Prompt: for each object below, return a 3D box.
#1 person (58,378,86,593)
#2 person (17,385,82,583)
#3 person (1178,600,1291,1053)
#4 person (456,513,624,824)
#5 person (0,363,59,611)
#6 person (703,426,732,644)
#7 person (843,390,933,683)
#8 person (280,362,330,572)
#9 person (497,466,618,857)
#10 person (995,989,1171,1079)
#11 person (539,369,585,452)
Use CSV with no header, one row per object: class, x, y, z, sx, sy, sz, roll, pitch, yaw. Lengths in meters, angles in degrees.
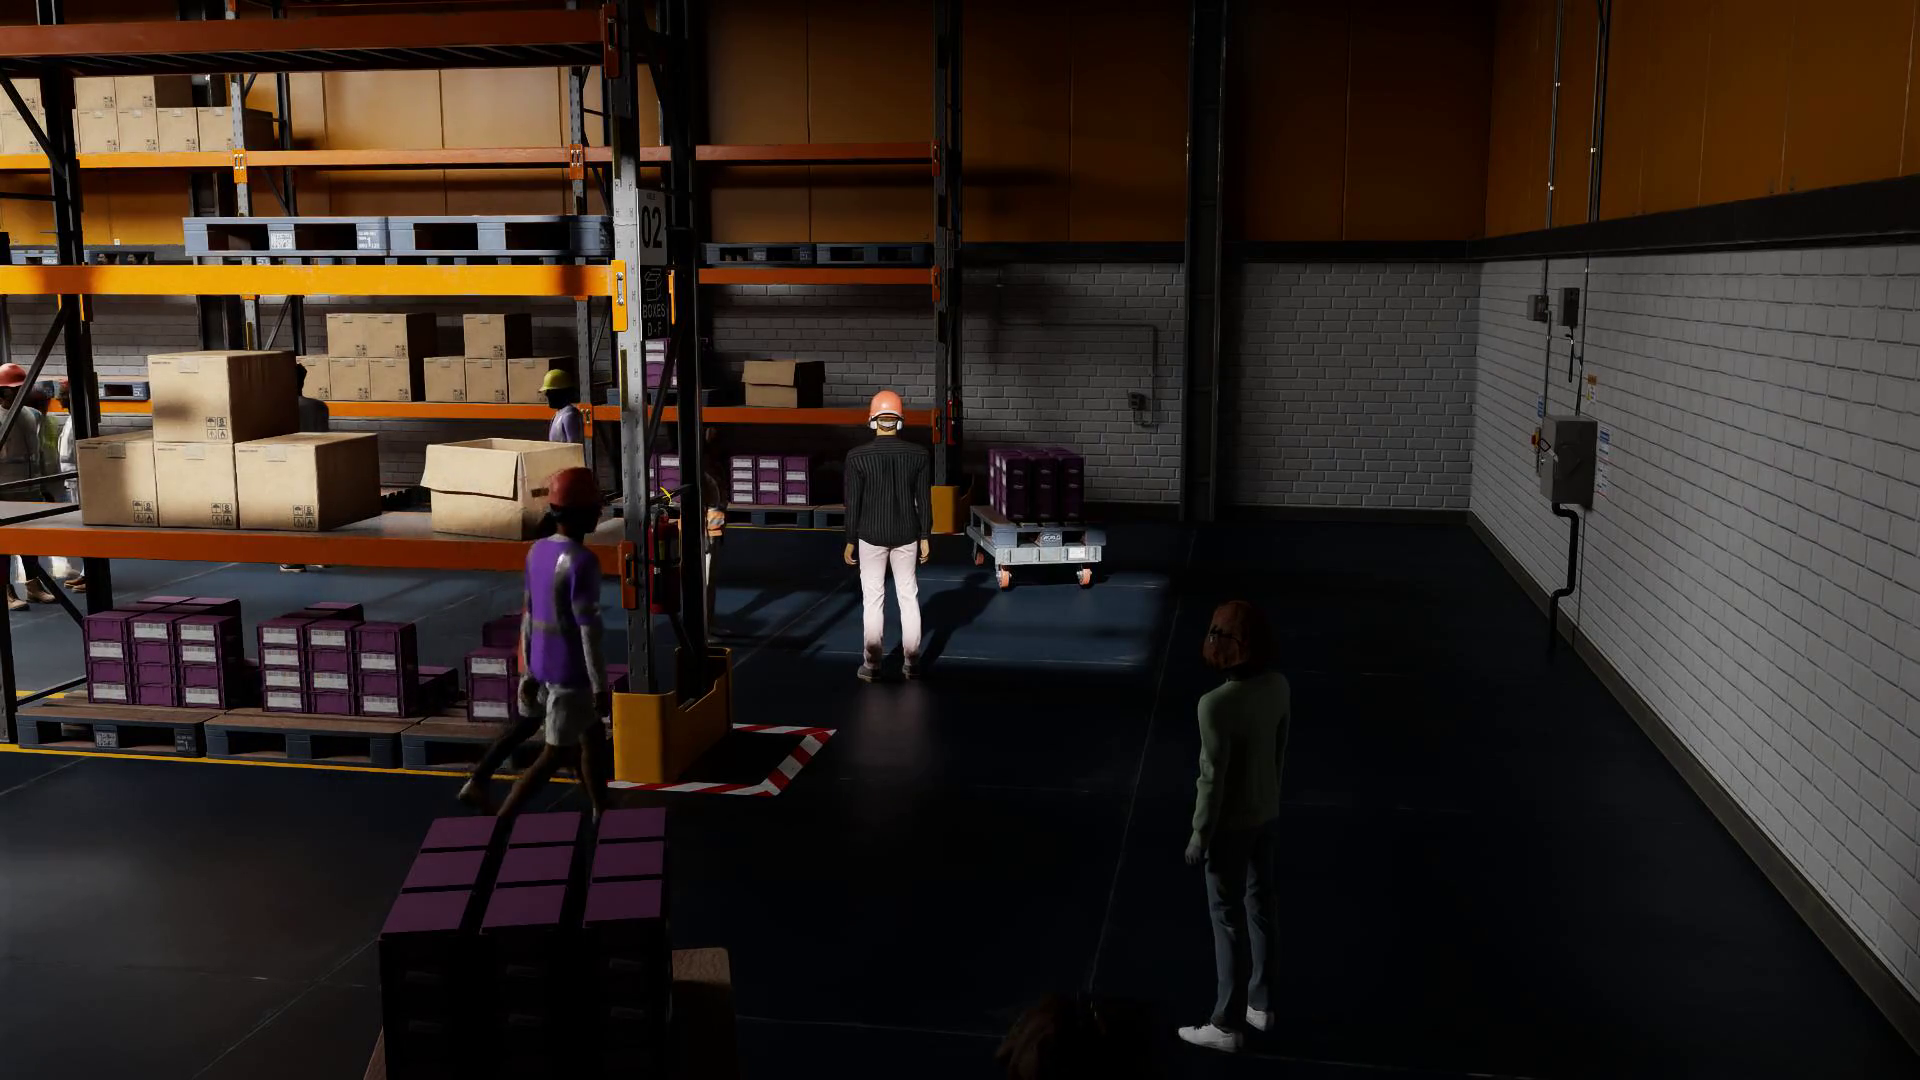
person,-7.691,-0.481,14.555,0.352,1.884,0.580,-7,12,-38
person,-8.223,-0.480,14.824,0.619,1.800,0.632,2,9,10
person,0.996,1.021,6.000,0.282,1.636,0.500,8,12,42
person,-2.121,0.636,8.376,0.928,1.638,0.532,-1,9,-5
person,-7.818,-0.442,13.822,0.372,2.044,0.607,3,10,19
person,-1.909,-0.045,12.596,0.311,1.642,0.512,1,9,6
person,-0.496,-0.023,11.364,0.624,1.992,0.390,-3,10,-17
person,-6.164,-0.681,15.541,0.367,1.966,0.606,6,11,32
person,-1.910,0.605,7.797,0.946,1.903,0.551,-6,11,-35
person,0.373,1.518,2.404,0.646,1.813,0.644,-2,9,-10
person,-3.583,-0.584,15.066,0.385,1.922,0.594,-4,10,-21
